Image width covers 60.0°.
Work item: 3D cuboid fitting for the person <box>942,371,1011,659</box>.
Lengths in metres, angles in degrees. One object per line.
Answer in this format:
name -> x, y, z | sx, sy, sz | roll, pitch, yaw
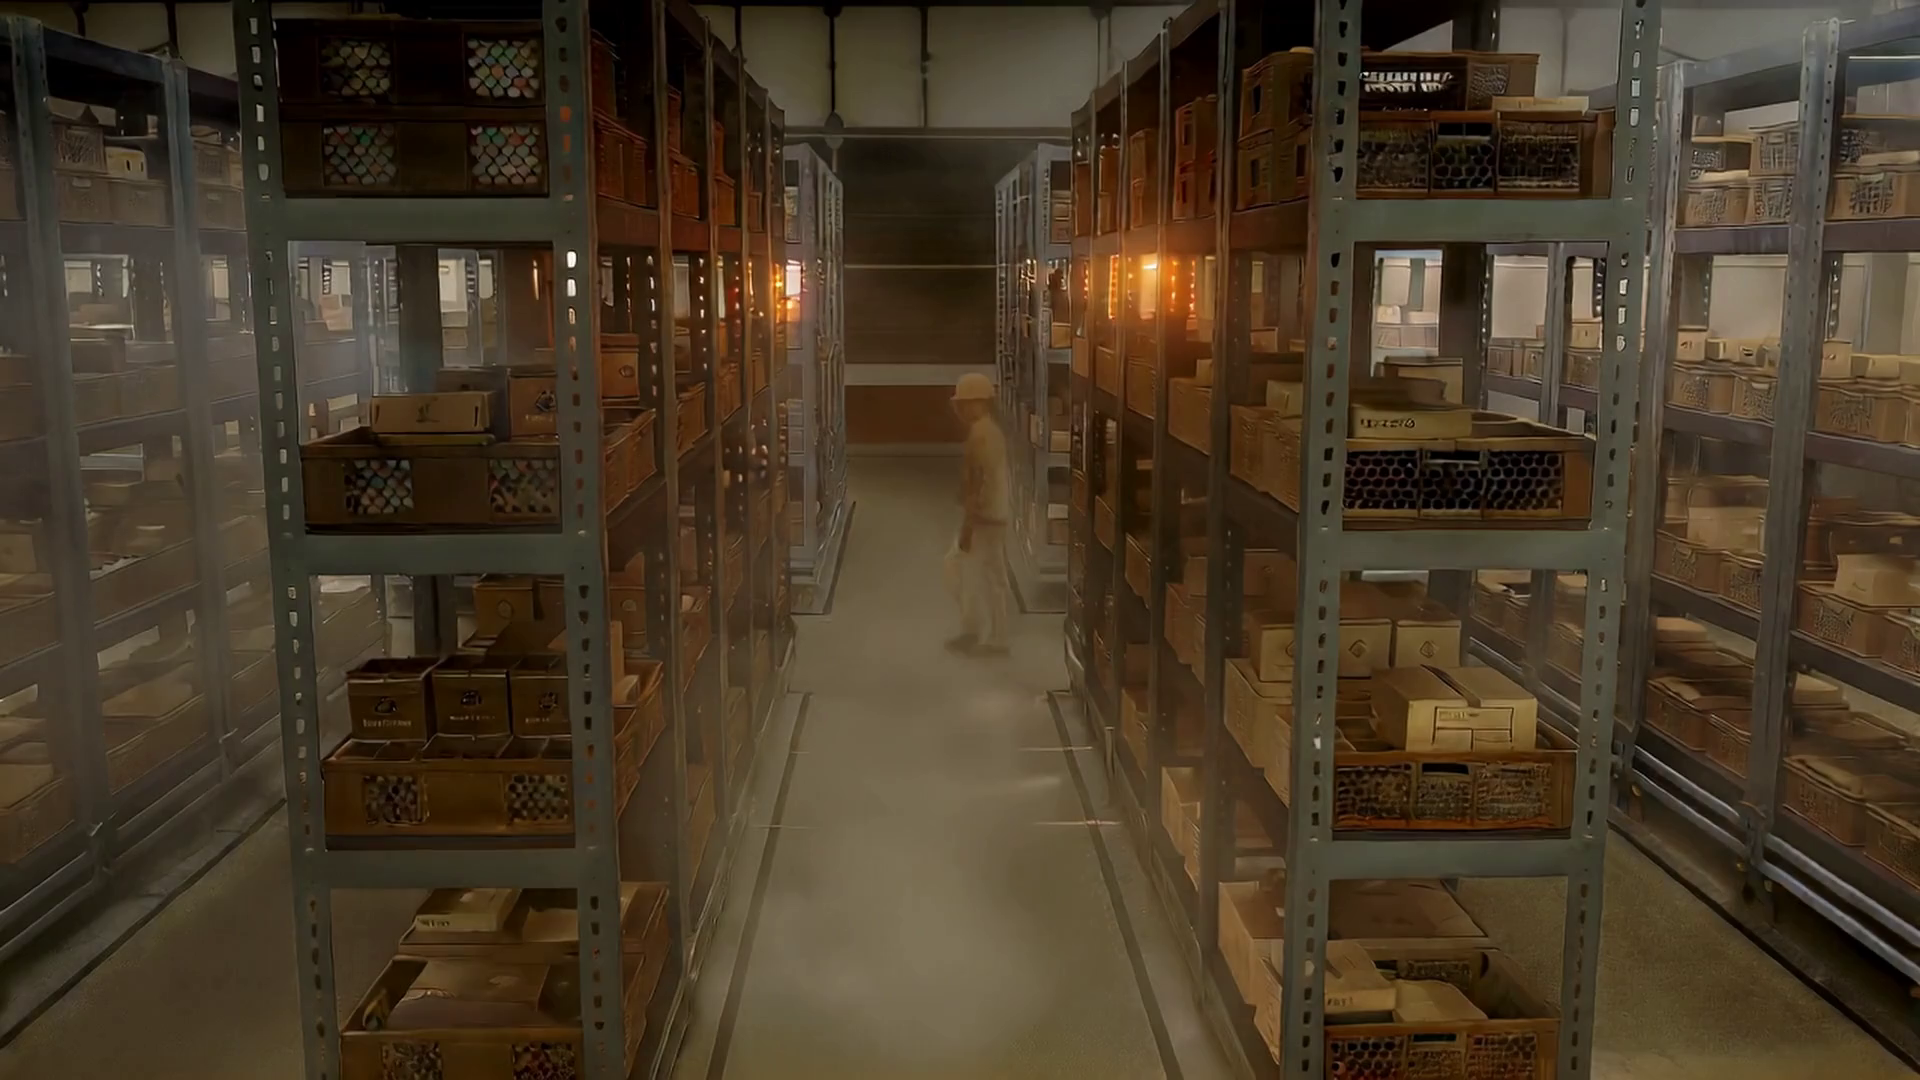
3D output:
person -> 0.063, -0.155, 11.325 | 0.627, 1.973, 0.653 | 0, 9, 1
